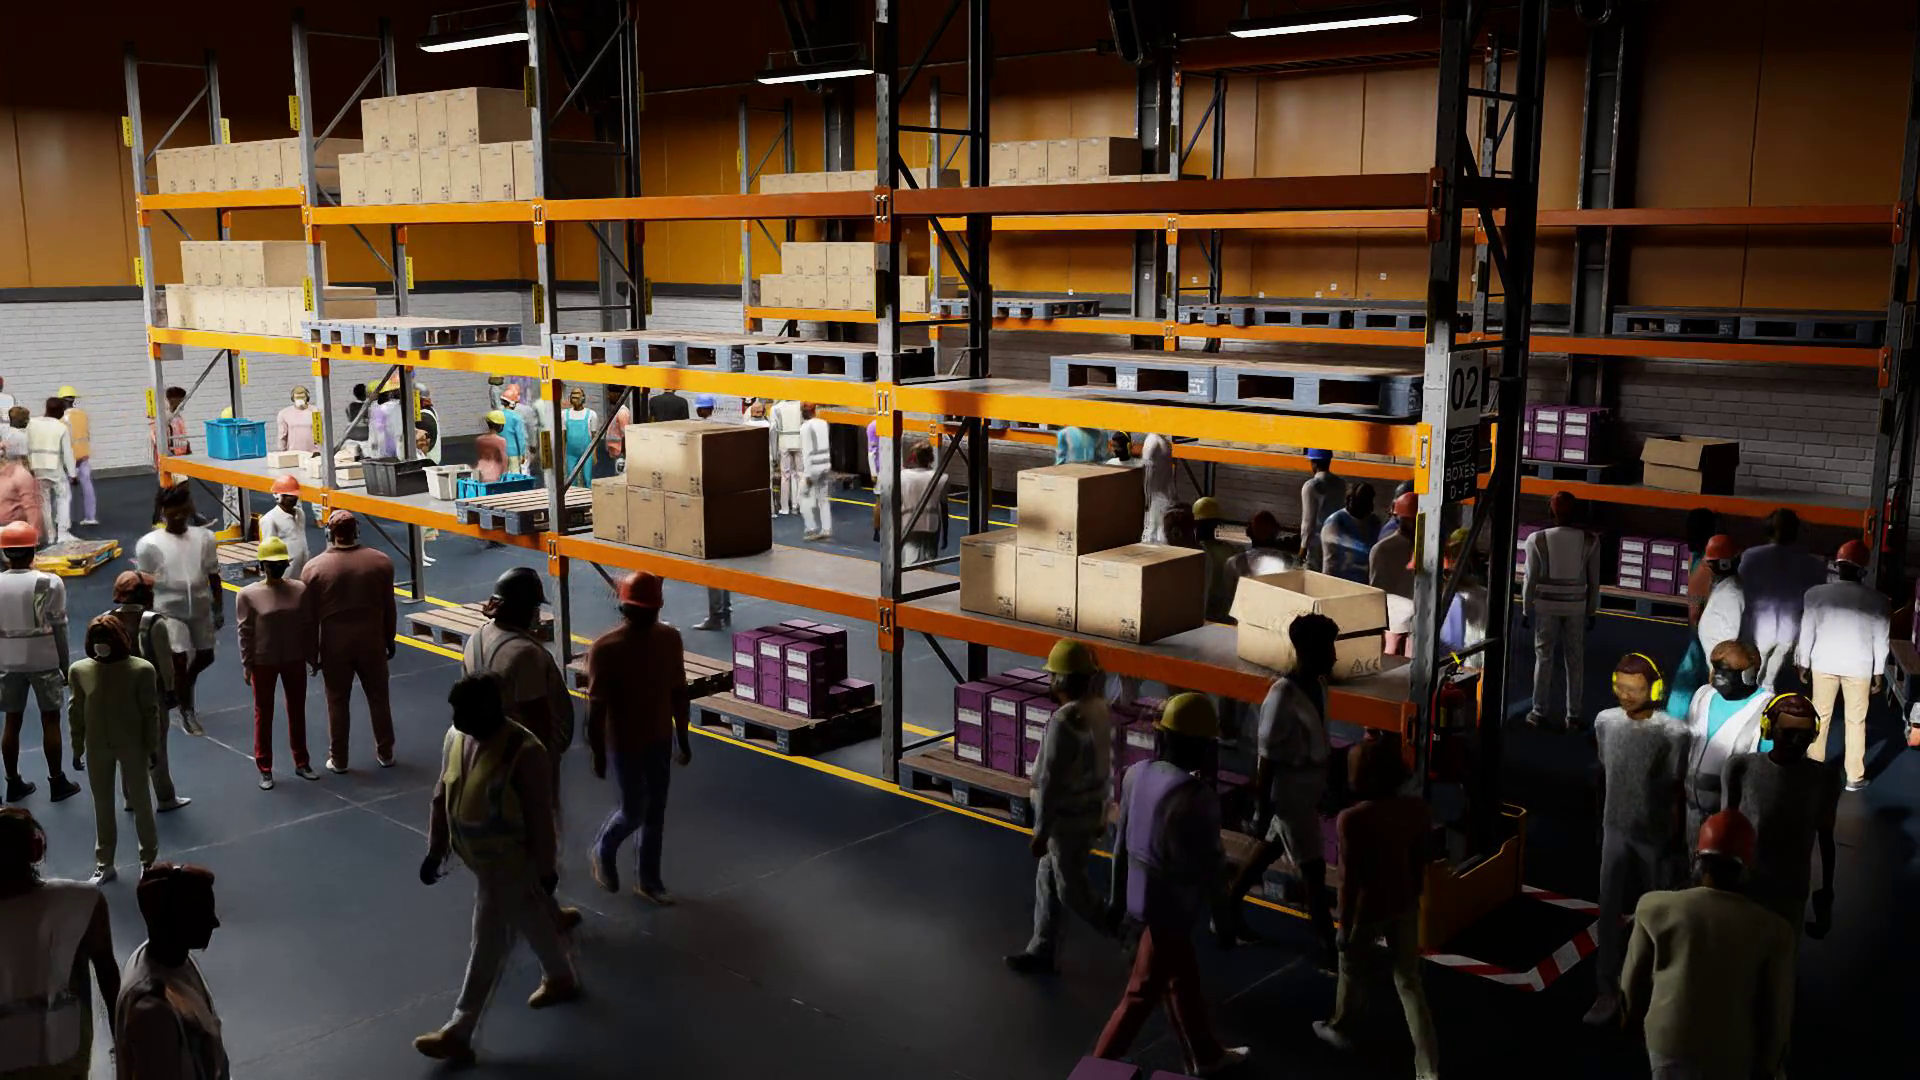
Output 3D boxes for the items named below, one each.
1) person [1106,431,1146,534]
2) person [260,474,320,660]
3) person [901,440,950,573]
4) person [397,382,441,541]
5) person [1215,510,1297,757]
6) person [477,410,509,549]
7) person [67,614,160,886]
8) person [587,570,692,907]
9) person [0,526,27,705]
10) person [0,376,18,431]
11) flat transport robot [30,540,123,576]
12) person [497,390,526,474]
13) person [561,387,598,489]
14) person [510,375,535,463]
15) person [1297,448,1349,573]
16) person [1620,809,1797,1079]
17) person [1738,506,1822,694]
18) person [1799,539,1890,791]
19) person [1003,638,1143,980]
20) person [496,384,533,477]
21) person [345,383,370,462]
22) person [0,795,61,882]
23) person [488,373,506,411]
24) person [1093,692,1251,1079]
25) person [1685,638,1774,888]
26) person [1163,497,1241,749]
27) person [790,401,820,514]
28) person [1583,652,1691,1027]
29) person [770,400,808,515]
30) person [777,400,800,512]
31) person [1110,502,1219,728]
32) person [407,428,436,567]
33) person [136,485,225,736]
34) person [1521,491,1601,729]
[{"bbox_3d":[1.725,-0.233,17.546,0.528,1.856,0.349,8,13,37],"label":"person"},{"bbox_3d":[-6.006,0.275,14.946,0.342,1.748,0.572,2,10,12],"label":"person"},{"bbox_3d":[-0.392,-0.095,16.850,0.582,1.819,0.752,0,10,1],"label":"person"},{"bbox_3d":[-6.959,-1.010,21.401,0.538,2.000,0.687,-1,10,-8],"label":"person"},{"bbox_3d":[2.198,0.687,12.422,0.609,1.828,1.054,-3,10,-15],"label":"person"},{"bbox_3d":[-5.819,-0.754,20.796,0.533,1.746,0.368,5,11,28],"label":"person"},{"bbox_3d":[-4.991,1.239,9.838,0.500,1.633,0.282,-2,10,-10],"label":"person"},{"bbox_3d":[-1.836,1.130,9.506,0.499,1.976,0.610,10,14,43],"label":"person"},{"bbox_3d":[-7.886,0.499,13.462,0.502,1.837,0.349,-3,11,-19],"label":"person"},{"bbox_3d":[-14.278,-1.526,24.791,0.391,1.884,0.610,2,10,12],"label":"person"},{"bbox_3d":[-10.428,0.198,19.572,0.652,0.197,1.431,-2,10,-10],"label":"flat transport robot"},{"bbox_3d":[-6.428,-1.281,23.794,0.573,1.738,0.352,5,11,27],"label":"person"},{"bbox_3d":[-5.242,-1.179,22.911,0.504,1.847,0.344,0,10,0],"label":"person"},{"bbox_3d":[-7.667,-2.338,28.967,0.407,2.029,0.608,-10,14,-44],"label":"person"},{"bbox_3d":[3.431,0.020,15.848,0.615,1.942,0.408,-8,13,-40],"label":"person"},{"bbox_3d":[2.790,1.831,6.260,0.578,1.703,0.885,5,11,24],"label":"person"},{"bbox_3d":[5.869,0.714,12.004,0.642,1.912,0.700,-1,10,-5],"label":"person"},{"bbox_3d":[6.165,0.865,11.610,0.562,1.753,0.334,8,13,39],"label":"person"},{"bbox_3d":[0.642,1.402,8.468,0.824,1.799,0.604,4,11,20],"label":"person"},{"bbox_3d":[-6.586,-1.445,24.691,0.559,1.745,0.333,-1,10,-8],"label":"person"},{"bbox_3d":[-9.185,-1.564,25.541,0.540,1.686,0.358,5,11,24],"label":"person"},{"bbox_3d":[-5.770,1.170,9.387,1.009,1.952,0.628,-1,10,-8],"label":"person"},{"bbox_3d":[-7.753,-2.026,27.983,0.296,1.743,0.493,-5,11,-24],"label":"person"},{"bbox_3d":[0.884,1.585,7.252,1.002,1.875,0.603,-5,11,-24],"label":"person"},{"bbox_3d":[3.858,1.393,8.386,0.429,1.839,0.633,-3,11,-19],"label":"person"},{"bbox_3d":[1.826,0.604,12.732,0.605,1.876,0.978,-5,11,-26],"label":"person"},{"bbox_3d":[-2.230,-1.301,23.493,0.573,1.883,0.355,0,10,2],"label":"person"},{"bbox_3d":[3.386,1.427,8.200,0.816,1.841,0.536,-10,14,-44],"label":"person"},{"bbox_3d":[-2.370,-1.305,23.388,0.587,1.928,0.364,-2,10,-12],"label":"person"},{"bbox_3d":[-2.368,-1.348,23.582,0.446,1.938,0.621,-1,10,-4],"label":"person"},{"bbox_3d":[1.617,0.583,13.079,0.947,1.806,0.509,6,12,30],"label":"person"},{"bbox_3d":[-6.417,-0.506,19.689,0.309,1.640,0.514,-1,10,-6],"label":"person"},{"bbox_3d":[-6.102,0.519,13.008,0.604,1.952,0.691,-9,14,-43],"label":"person"},{"bbox_3d":[4.695,0.549,13.026,0.573,1.886,0.353,2,10,10],"label":"person"}]
